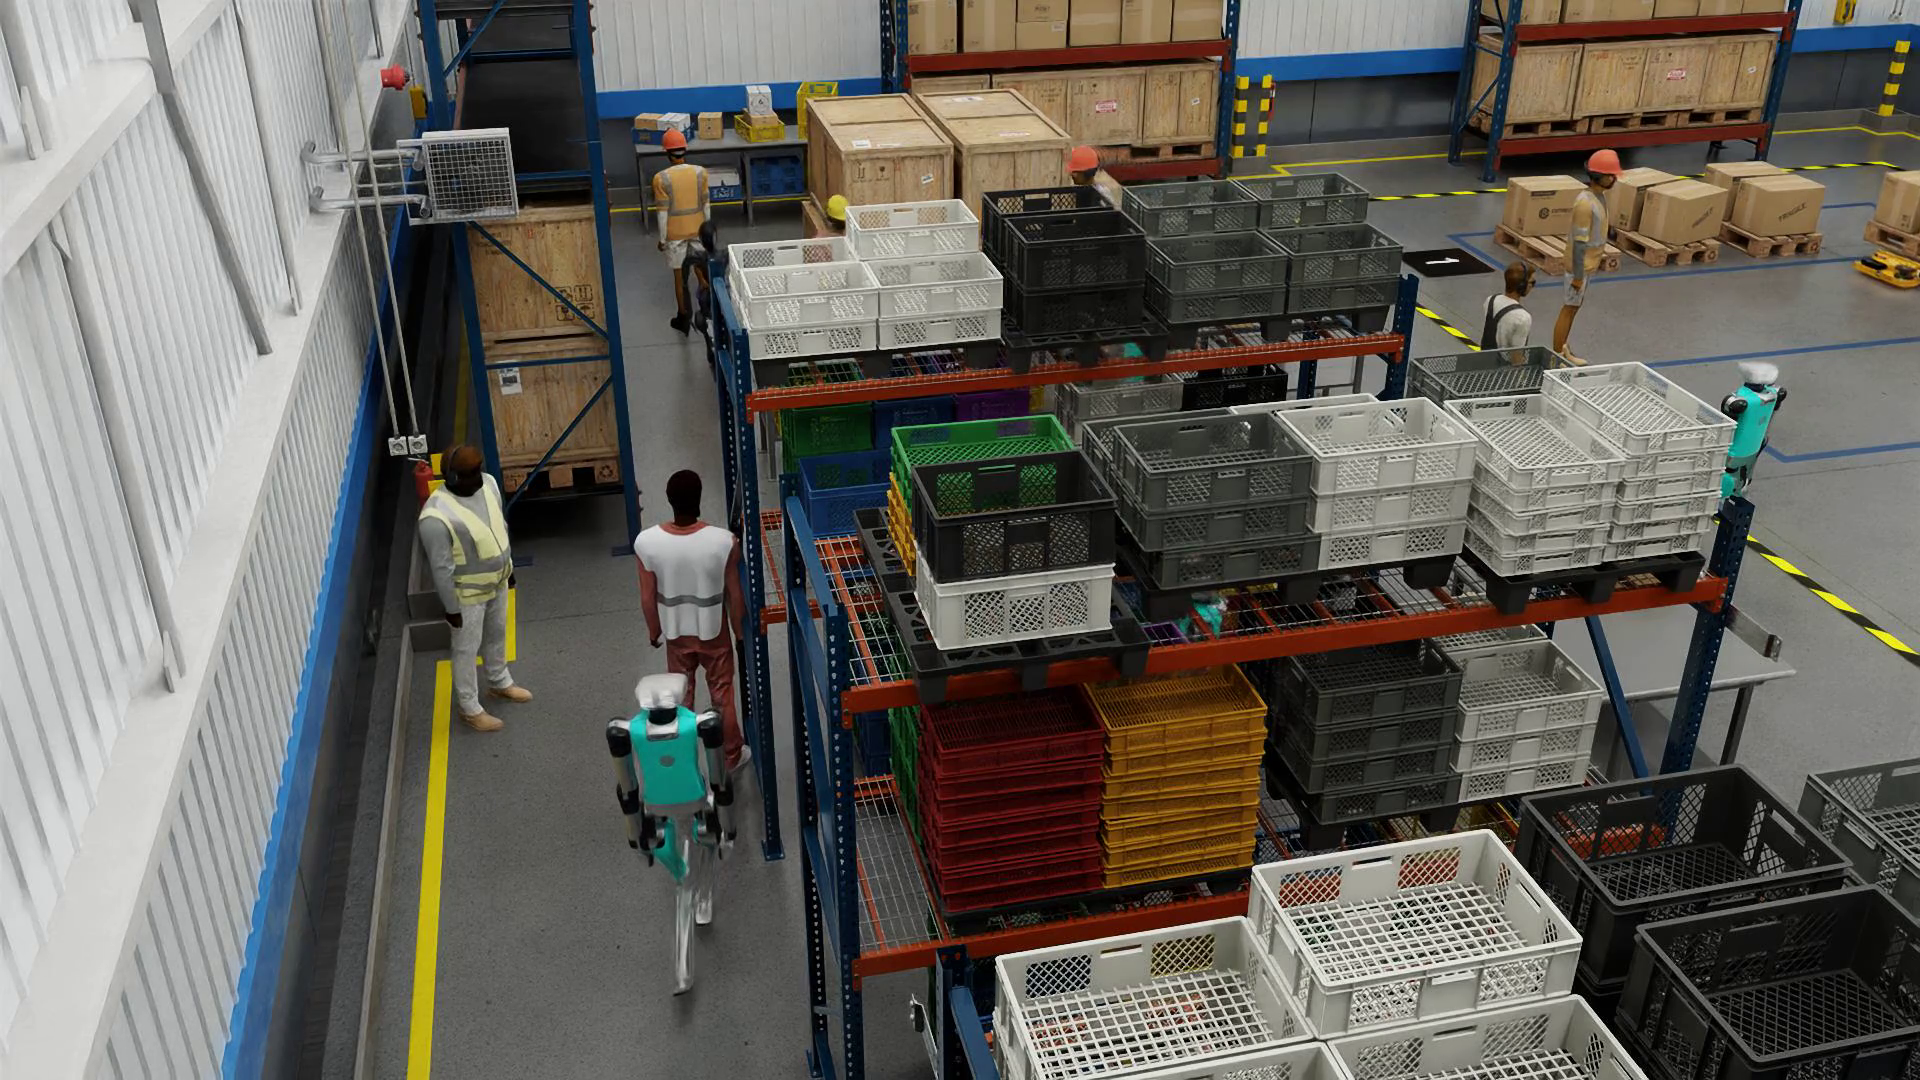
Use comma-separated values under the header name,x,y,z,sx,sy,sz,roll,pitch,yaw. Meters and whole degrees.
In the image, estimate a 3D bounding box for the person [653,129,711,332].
name,x,y,z,sx,sy,sz,roll,pitch,yaw
person,-2.635,-2.944,15.848,0.542,1.934,0.365,-15,31,-26

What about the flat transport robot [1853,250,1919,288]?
name,x,y,z,sx,sy,sz,roll,pitch,yaw
flat transport robot,10.272,-2.936,17.588,1.431,0.197,0.652,-10,29,-18

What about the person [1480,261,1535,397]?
name,x,y,z,sx,sy,sz,roll,pitch,yaw
person,4.132,-1.241,12.722,0.348,1.838,0.498,-9,29,-16

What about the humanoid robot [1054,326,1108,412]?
name,x,y,z,sx,sy,sz,roll,pitch,yaw
humanoid robot,1.081,-1.301,13.022,0.824,1.862,0.552,-6,28,-12

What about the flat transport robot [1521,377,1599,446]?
name,x,y,z,sx,sy,sz,roll,pitch,yaw
flat transport robot,4.780,-1.036,14.013,0.659,0.231,1.431,-6,28,-12

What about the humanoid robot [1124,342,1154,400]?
name,x,y,z,sx,sy,sz,roll,pitch,yaw
humanoid robot,1.555,-0.913,12.262,1.004,1.778,0.539,-7,29,-13

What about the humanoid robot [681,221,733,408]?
name,x,y,z,sx,sy,sz,roll,pitch,yaw
humanoid robot,-2.091,-2.005,14.405,0.616,1.631,0.749,-4,28,-7

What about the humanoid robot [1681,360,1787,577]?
name,x,y,z,sx,sy,sz,roll,pitch,yaw
humanoid robot,5.022,-0.486,11.248,0.533,1.677,0.735,-15,31,-27

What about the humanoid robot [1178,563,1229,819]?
name,x,y,z,sx,sy,sz,roll,pitch,yaw
humanoid robot,1.047,0.887,8.811,1.017,1.743,0.564,6,28,11

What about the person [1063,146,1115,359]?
name,x,y,z,sx,sy,sz,roll,pitch,yaw
person,1.133,-2.543,14.987,0.455,2.023,0.616,-7,29,-13

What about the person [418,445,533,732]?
name,x,y,z,sx,sy,sz,roll,pitch,yaw
person,-2.862,0.270,9.867,0.431,1.835,0.619,10,29,18

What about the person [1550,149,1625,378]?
name,x,y,z,sx,sy,sz,roll,pitch,yaw
person,5.566,-2.461,14.813,0.371,2.046,0.604,14,31,25

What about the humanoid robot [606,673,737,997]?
name,x,y,z,sx,sy,sz,roll,pitch,yaw
humanoid robot,-1.341,1.304,8.003,0.553,1.734,1.050,-2,28,-5

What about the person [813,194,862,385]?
name,x,y,z,sx,sy,sz,roll,pitch,yaw
person,-1.027,-2.192,14.618,0.547,1.749,0.367,-20,34,-33

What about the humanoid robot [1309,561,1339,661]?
name,x,y,z,sx,sy,sz,roll,pitch,yaw
humanoid robot,2.361,-0.028,10.585,0.391,1.646,0.602,9,29,17

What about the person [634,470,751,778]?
name,x,y,z,sx,sy,sz,roll,pitch,yaw
person,-1.480,0.499,9.331,0.587,1.920,0.390,1,28,3
